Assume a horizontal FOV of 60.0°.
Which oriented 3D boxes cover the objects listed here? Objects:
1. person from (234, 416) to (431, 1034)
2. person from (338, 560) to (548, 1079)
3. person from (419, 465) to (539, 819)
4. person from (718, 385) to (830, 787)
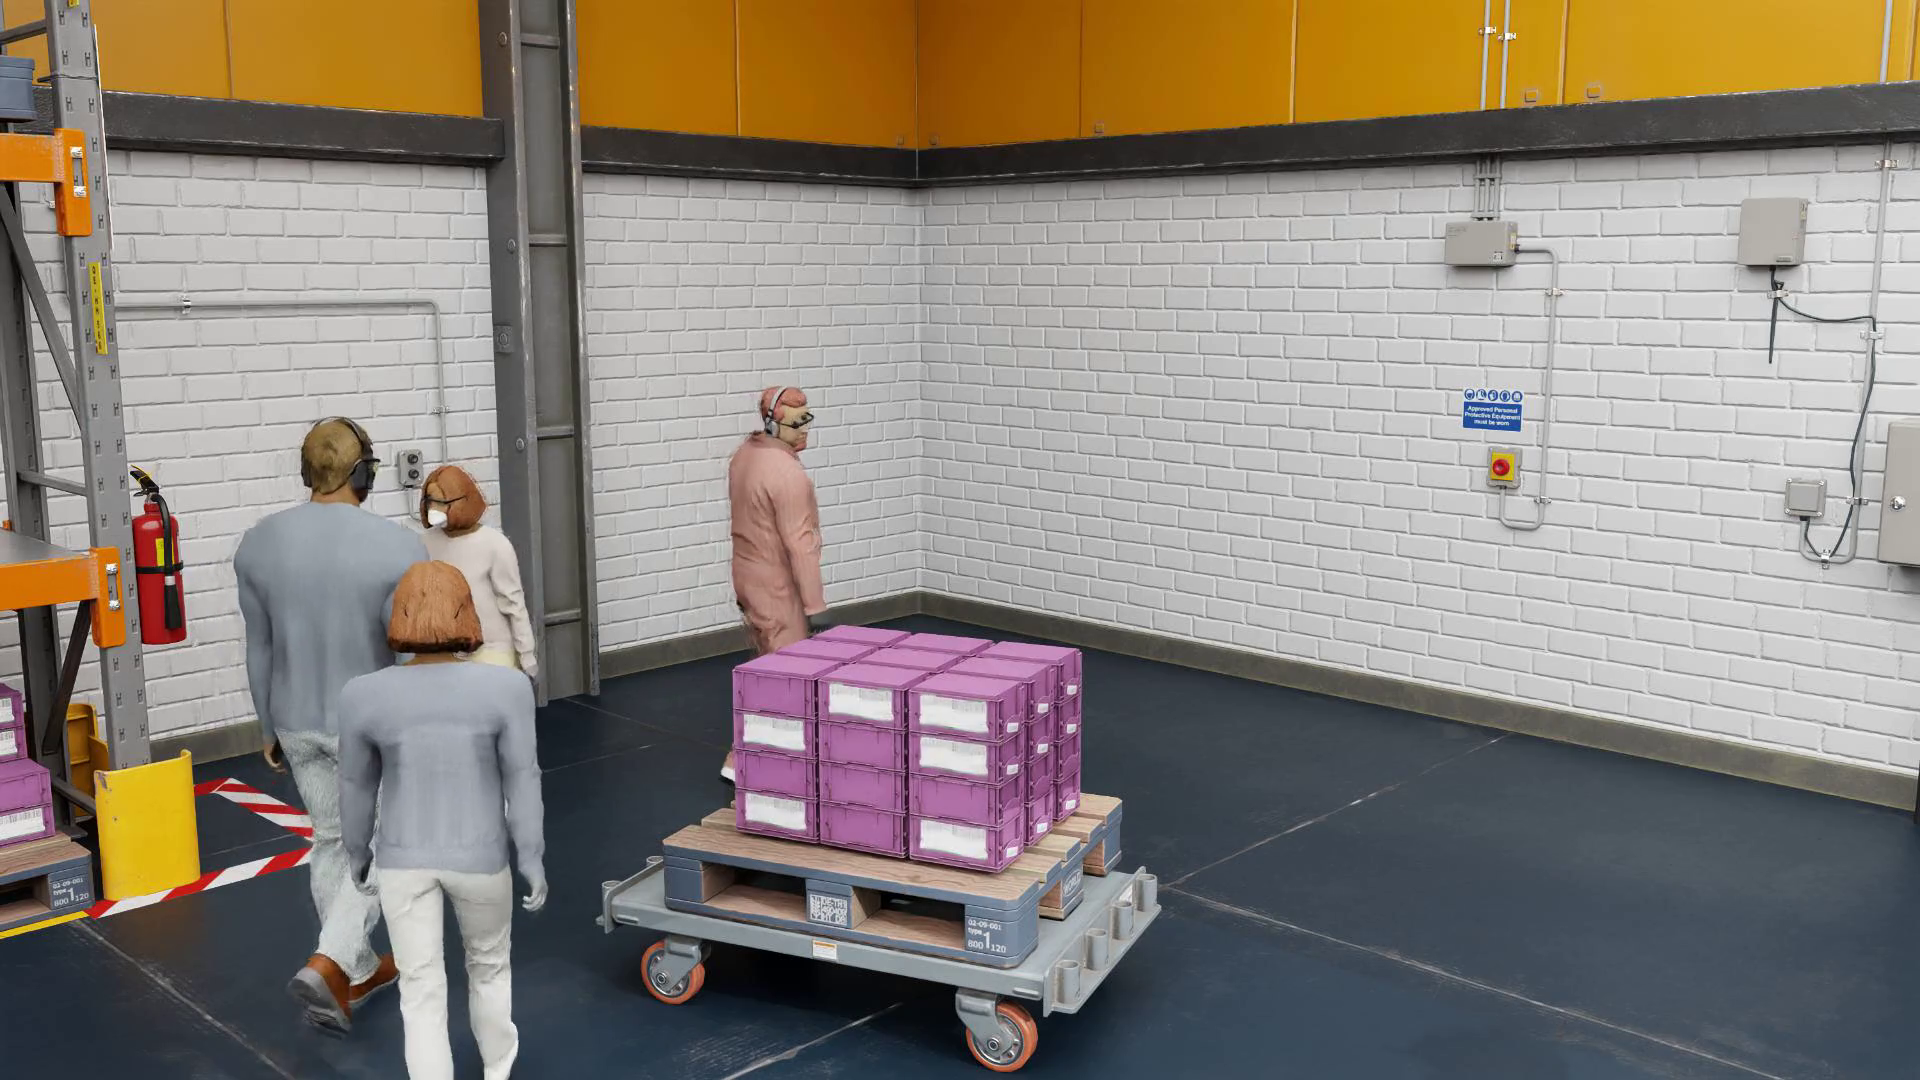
[{"bbox_3d":[-1.918,0.584,5.108,0.636,1.920,0.647,1,9,8],"label":"person"},{"bbox_3d":[-1.384,0.838,4.493,0.526,1.593,0.801,-2,9,-12],"label":"person"},{"bbox_3d":[-2.002,0.476,6.823,0.522,1.581,0.718,5,11,30],"label":"person"},{"bbox_3d":[-0.851,0.224,7.525,0.620,1.863,0.686,-5,11,-29],"label":"person"}]
